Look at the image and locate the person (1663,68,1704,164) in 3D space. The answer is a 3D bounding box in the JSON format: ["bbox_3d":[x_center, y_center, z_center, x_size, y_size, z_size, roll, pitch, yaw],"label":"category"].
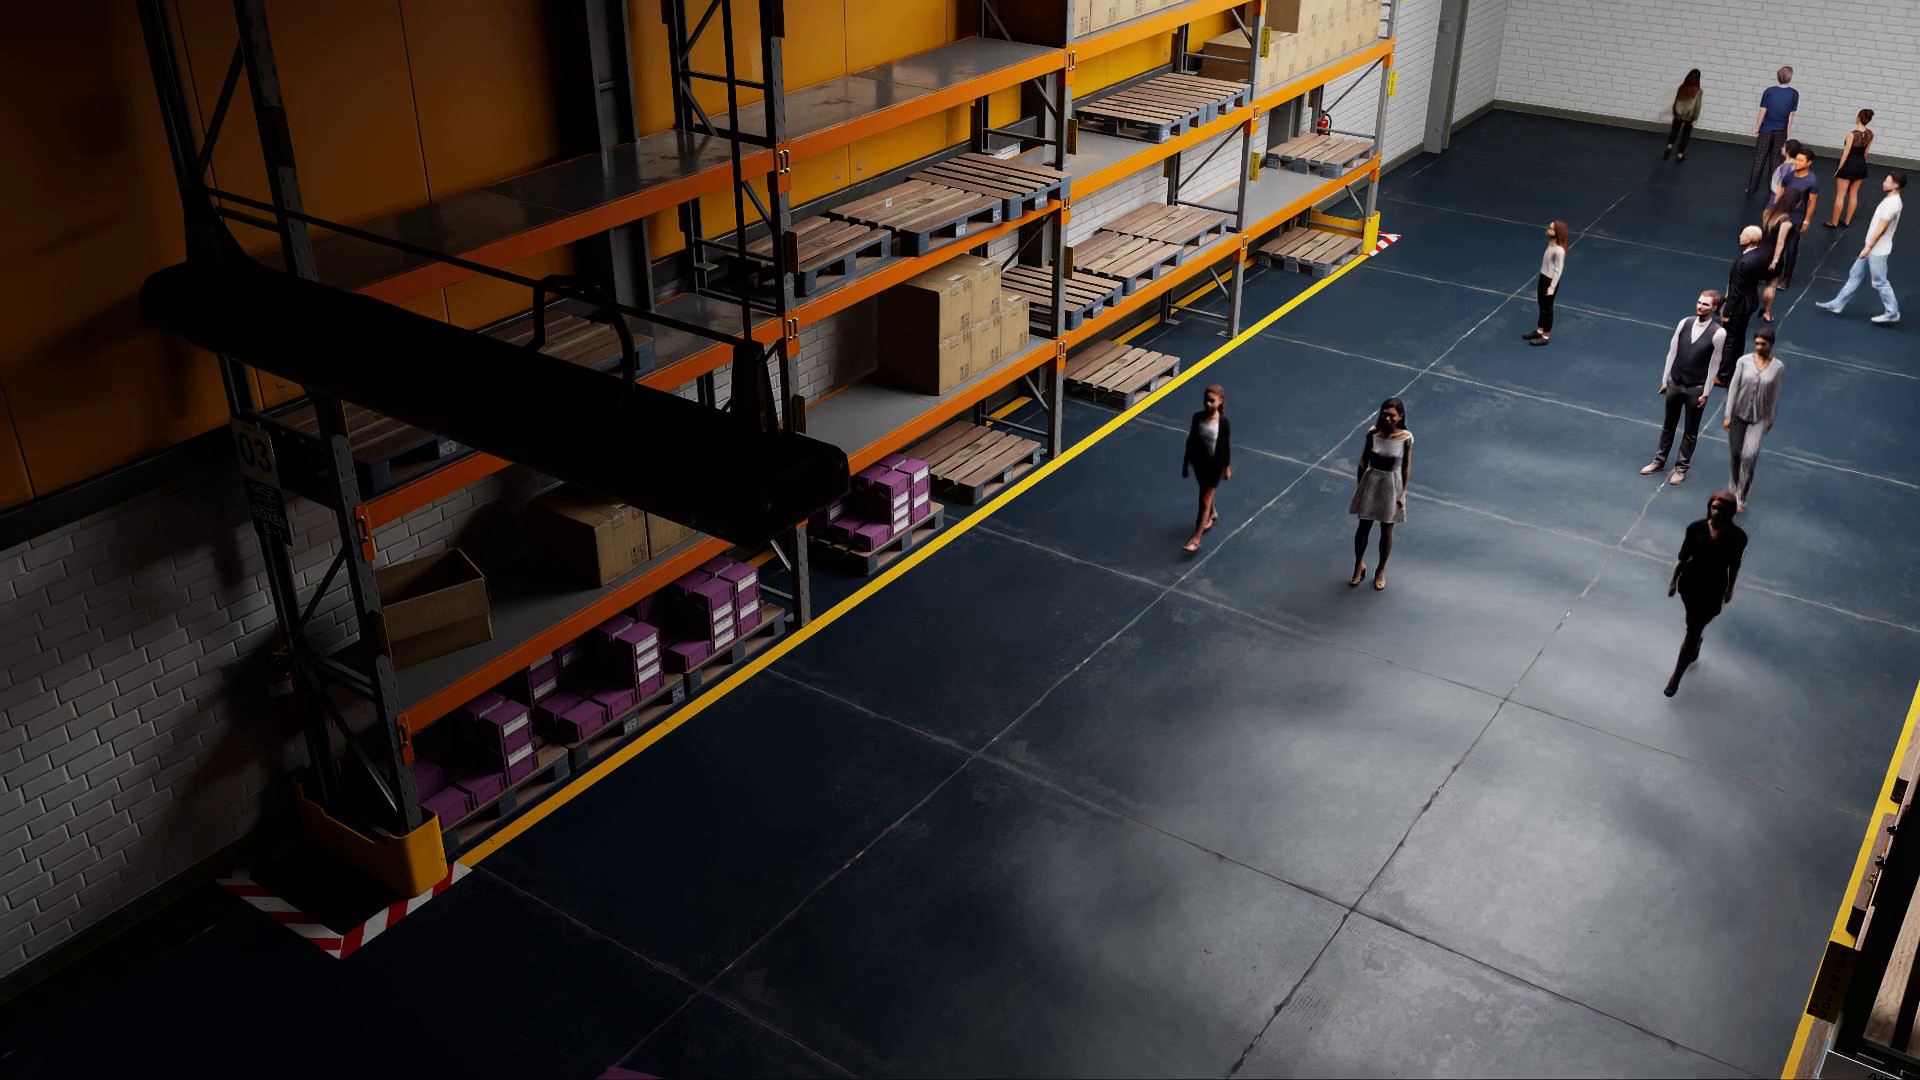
[{"bbox_3d":[11.279,-6.599,25.967,0.622,1.464,0.831,22,36,35],"label":"person"}]

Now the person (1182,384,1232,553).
[{"bbox_3d":[2.282,-0.711,15.119,0.581,1.514,1.060,17,33,28],"label":"person"}]

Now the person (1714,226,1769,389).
[{"bbox_3d":[8.551,-2.563,18.219,0.605,1.797,0.801,-23,36,-35],"label":"person"}]

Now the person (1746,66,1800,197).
[{"bbox_3d":[11.969,-6.012,24.466,0.716,1.870,0.634,11,30,19],"label":"person"}]

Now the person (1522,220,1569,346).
[{"bbox_3d":[6.863,-3.002,19.351,0.680,1.485,0.595,-1,29,-1],"label":"person"}]

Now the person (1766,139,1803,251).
[{"bbox_3d":[10.985,-4.550,22.116,0.693,1.554,0.760,25,37,37],"label":"person"}]

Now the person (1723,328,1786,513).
[{"bbox_3d":[7.483,-1.200,15.771,0.631,1.749,0.880,14,32,25],"label":"person"}]

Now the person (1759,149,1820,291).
[{"bbox_3d":[10.491,-4.054,20.960,0.659,1.790,0.716,-18,33,-29],"label":"person"}]

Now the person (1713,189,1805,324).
[{"bbox_3d":[9.504,-3.336,19.764,1.155,1.675,1.097,-7,29,-13],"label":"person"}]

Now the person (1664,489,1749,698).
[{"bbox_3d":[5.830,0.355,13.025,0.623,1.649,1.074,20,34,32],"label":"person"}]

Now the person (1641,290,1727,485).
[{"bbox_3d":[7.078,-1.513,16.147,0.659,1.938,0.712,-22,36,-35],"label":"person"}]

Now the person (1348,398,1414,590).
[{"bbox_3d":[3.611,-0.398,14.273,0.715,1.774,0.716,10,30,18],"label":"person"}]

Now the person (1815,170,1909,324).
[{"bbox_3d":[11.026,-3.440,19.806,0.802,1.818,1.127,16,32,26],"label":"person"}]

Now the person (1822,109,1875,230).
[{"bbox_3d":[12.397,-5.165,23.118,0.674,1.674,0.739,-6,29,-11],"label":"person"}]
